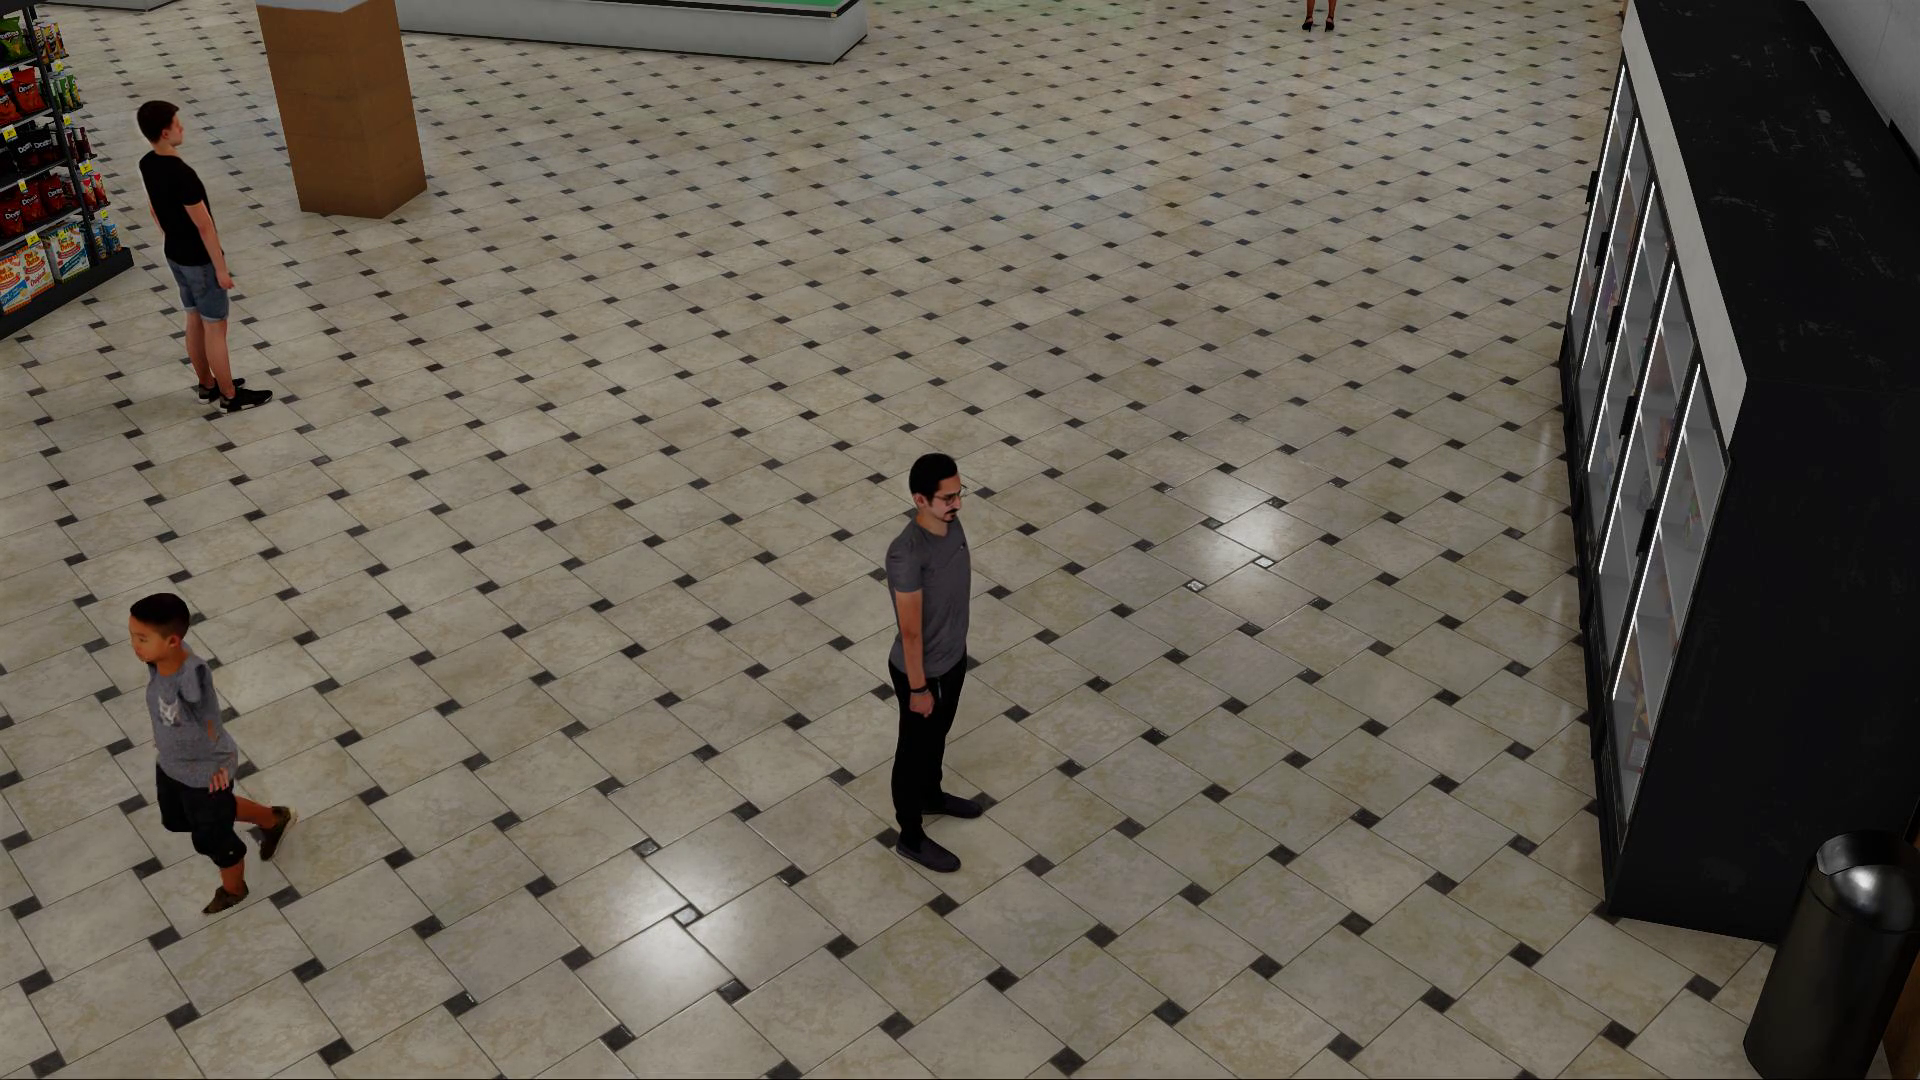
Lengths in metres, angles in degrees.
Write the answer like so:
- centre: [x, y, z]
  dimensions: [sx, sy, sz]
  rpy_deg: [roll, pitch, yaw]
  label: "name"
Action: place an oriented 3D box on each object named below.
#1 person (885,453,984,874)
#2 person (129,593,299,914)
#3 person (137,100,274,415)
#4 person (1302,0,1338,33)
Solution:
- centre: [-0.119, 0.446, 6.382]
  dimensions: [0.540, 1.754, 0.619]
  rpy_deg: [9, 33, 14]
  label: "person"
- centre: [-2.805, 0.738, 6.201]
  dimensions: [0.800, 1.450, 0.799]
  rpy_deg: [22, 38, 31]
  label: "person"
- centre: [-4.453, -1.635, 9.639]
  dimensions: [0.645, 1.846, 0.804]
  rpy_deg: [23, 38, 32]
  label: "person"
- centre: [3.706, -6.058, 16.809]
  dimensions: [0.503, 1.781, 0.680]
  rpy_deg: [3, 32, 5]
  label: "person"
